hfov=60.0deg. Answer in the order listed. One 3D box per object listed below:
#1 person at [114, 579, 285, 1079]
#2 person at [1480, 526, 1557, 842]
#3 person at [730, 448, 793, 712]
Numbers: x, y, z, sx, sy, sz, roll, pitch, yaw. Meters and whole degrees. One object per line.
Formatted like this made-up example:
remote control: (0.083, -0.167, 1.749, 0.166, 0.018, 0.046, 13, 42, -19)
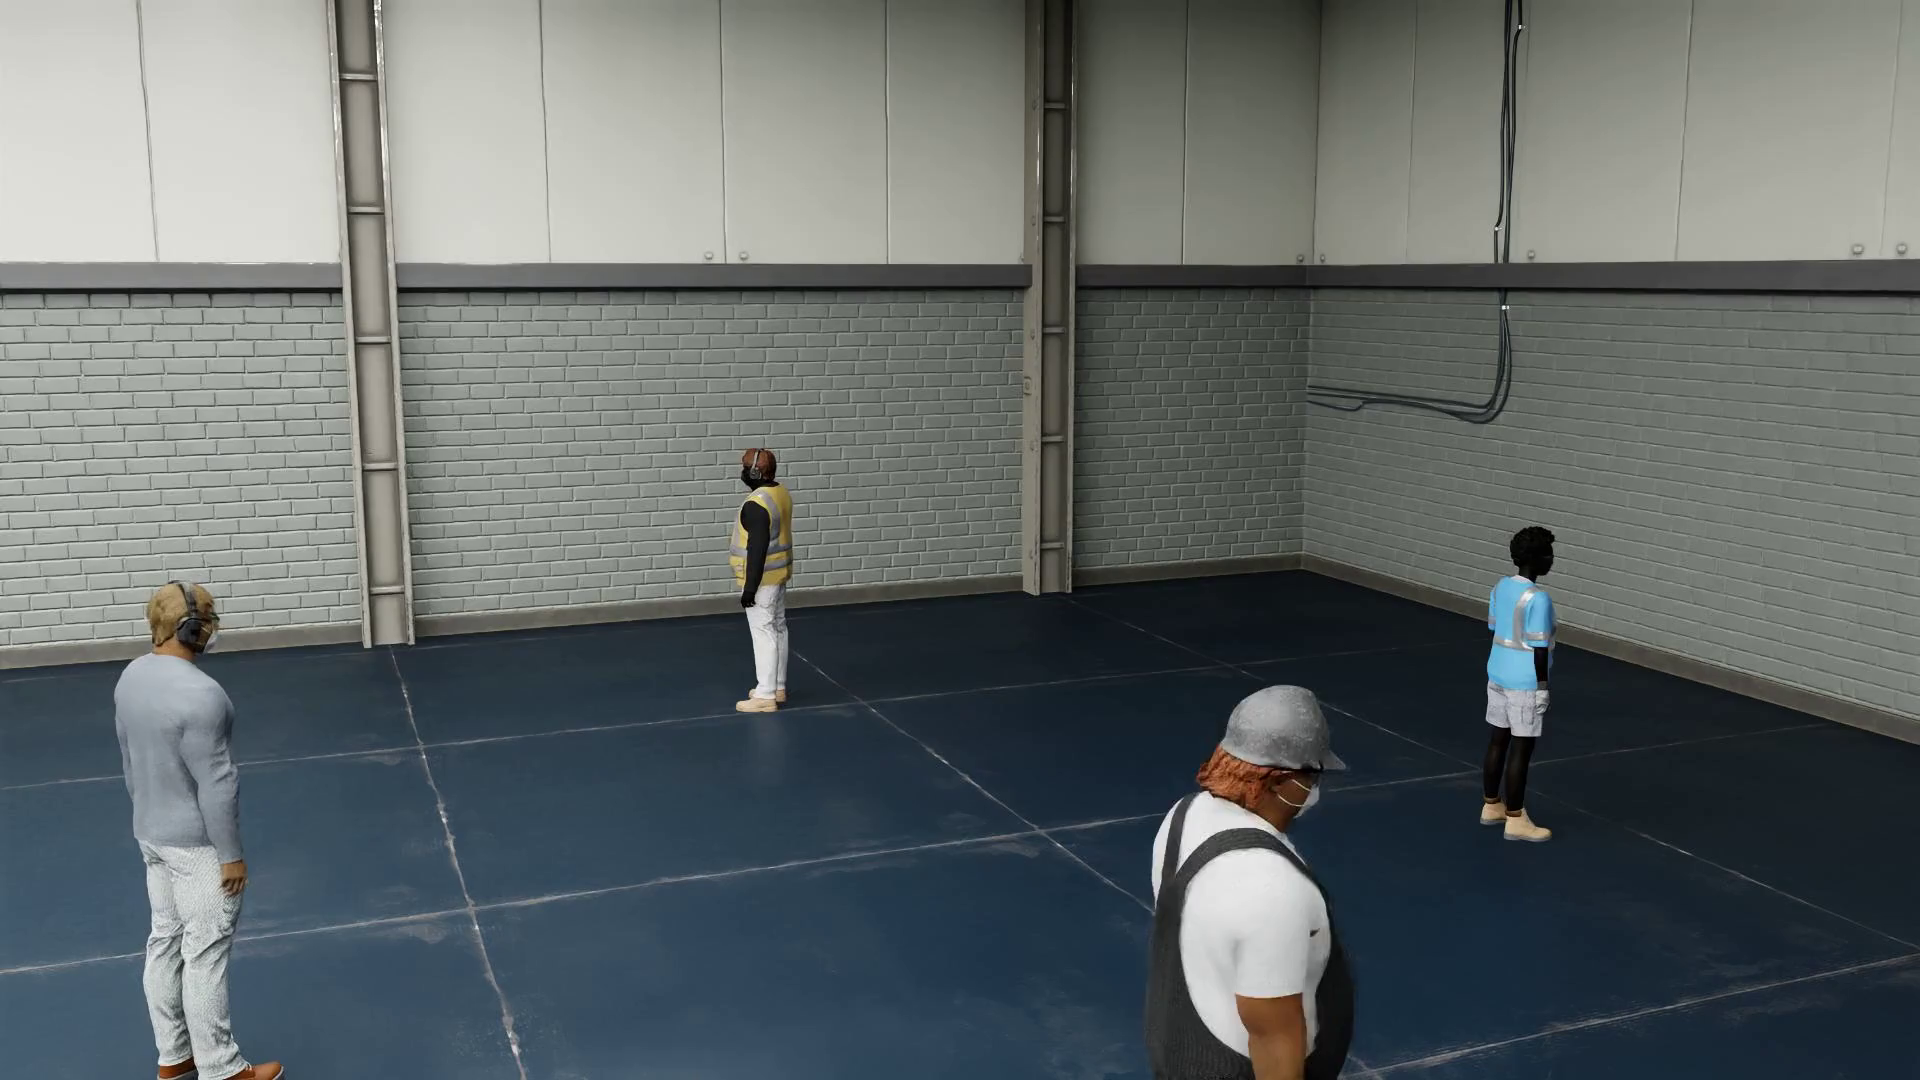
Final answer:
person: (-2.828, 1.102, 6.123, 0.628, 1.939, 0.373, 7, 11, 36)
person: (3.035, 0.763, 8.995, 0.317, 1.697, 0.540, -1, 9, -8)
person: (-1.389, 0.276, 11.609, 0.429, 1.845, 0.621, 2, 9, 11)
